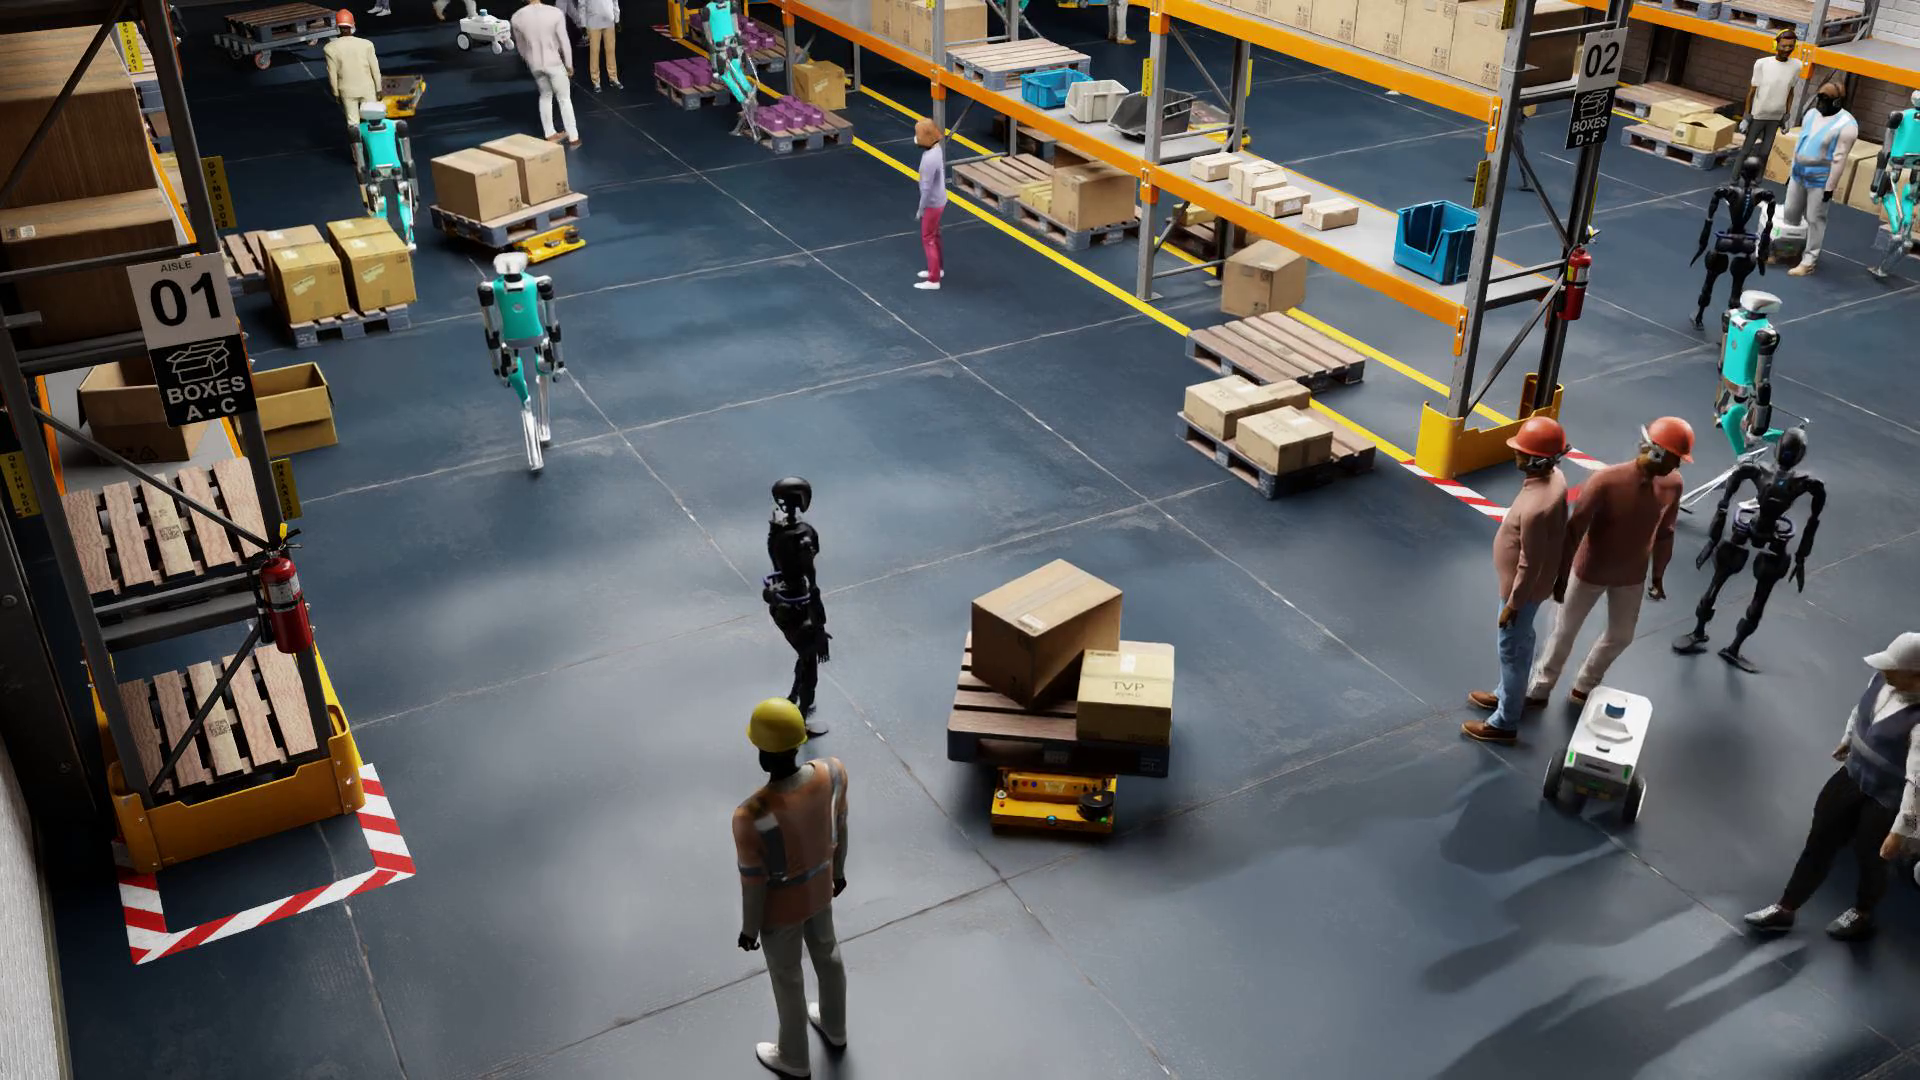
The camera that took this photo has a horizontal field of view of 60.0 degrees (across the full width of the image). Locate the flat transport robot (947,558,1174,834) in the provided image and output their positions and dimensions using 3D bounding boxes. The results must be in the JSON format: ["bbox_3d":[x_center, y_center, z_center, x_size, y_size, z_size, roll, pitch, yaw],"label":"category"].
[{"bbox_3d":[0.580,1.125,9.452,0.659,0.231,1.431,4,30,7],"label":"flat transport robot"}]

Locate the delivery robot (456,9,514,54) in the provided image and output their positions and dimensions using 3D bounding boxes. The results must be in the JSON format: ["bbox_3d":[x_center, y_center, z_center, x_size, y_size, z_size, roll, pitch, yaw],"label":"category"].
[{"bbox_3d":[-6.790,-7.273,23.787,0.802,0.598,0.499,14,33,23],"label":"delivery robot"}]

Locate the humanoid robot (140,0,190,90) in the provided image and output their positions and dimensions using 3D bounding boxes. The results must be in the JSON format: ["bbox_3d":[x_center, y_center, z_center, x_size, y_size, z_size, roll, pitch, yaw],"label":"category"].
[{"bbox_3d":[-10.460,-6.736,21.735,0.520,1.643,0.583,22,36,33],"label":"humanoid robot"}]

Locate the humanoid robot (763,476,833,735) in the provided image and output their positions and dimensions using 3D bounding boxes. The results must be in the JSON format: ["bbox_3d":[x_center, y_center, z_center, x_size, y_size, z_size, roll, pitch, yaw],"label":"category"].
[{"bbox_3d":[-0.907,0.385,9.315,0.314,1.649,0.609,-15,33,-24],"label":"humanoid robot"}]

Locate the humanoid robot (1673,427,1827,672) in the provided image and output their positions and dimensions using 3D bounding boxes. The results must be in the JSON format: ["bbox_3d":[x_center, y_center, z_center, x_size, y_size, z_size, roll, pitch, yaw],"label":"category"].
[{"bbox_3d":[4.746,0.044,9.927,0.612,1.647,0.369,13,32,21],"label":"humanoid robot"}]

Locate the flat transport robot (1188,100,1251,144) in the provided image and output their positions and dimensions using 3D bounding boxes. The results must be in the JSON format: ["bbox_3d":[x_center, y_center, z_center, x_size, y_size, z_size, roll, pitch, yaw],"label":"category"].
[{"bbox_3d":[2.925,-5.074,20.242,0.659,0.231,1.431,-9,31,-16],"label":"flat transport robot"}]

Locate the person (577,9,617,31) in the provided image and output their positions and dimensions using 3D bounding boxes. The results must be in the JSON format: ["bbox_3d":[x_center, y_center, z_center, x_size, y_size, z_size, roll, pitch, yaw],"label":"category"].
[{"bbox_3d":[-5.411,-8.385,24.464,0.875,1.797,0.580,16,33,25],"label":"person"}]

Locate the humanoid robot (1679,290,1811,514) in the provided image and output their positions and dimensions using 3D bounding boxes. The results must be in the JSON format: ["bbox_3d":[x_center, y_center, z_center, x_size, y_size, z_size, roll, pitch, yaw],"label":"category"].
[{"bbox_3d":[5.511,-0.893,11.498,1.031,1.739,0.560,-5,30,-8],"label":"humanoid robot"}]

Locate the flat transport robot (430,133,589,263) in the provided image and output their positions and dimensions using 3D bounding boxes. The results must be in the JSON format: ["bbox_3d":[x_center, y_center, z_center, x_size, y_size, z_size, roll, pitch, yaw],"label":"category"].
[{"bbox_3d":[-4.521,-3.116,16.835,1.431,0.231,0.659,22,36,33],"label":"flat transport robot"}]

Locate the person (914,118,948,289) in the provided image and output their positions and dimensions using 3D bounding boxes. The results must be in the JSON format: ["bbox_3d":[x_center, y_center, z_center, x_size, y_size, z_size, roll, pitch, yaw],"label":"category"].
[{"bbox_3d":[-0.272,-3.137,15.513,0.306,1.620,0.512,3,30,6],"label":"person"}]

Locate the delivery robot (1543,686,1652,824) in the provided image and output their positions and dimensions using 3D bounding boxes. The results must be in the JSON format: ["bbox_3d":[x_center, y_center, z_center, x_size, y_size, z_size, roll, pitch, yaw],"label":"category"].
[{"bbox_3d":[3.552,1.137,9.139,0.499,0.589,0.790,15,33,25],"label":"delivery robot"}]

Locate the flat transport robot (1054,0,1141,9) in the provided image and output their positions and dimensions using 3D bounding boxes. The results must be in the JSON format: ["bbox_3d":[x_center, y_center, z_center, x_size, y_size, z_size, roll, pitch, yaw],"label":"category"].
[{"bbox_3d":[2.220,-8.637,26.445,1.431,0.231,0.659,-3,30,-6],"label":"flat transport robot"}]

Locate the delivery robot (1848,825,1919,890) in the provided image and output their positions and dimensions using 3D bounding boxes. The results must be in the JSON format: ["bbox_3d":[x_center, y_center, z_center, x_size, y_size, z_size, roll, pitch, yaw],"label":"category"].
[{"bbox_3d":[4.935,1.420,8.621,0.739,0.566,0.499,26,39,38],"label":"delivery robot"}]

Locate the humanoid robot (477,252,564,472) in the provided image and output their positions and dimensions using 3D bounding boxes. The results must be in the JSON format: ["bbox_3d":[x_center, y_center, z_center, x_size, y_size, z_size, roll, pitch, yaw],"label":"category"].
[{"bbox_3d":[-3.224,-1.385,12.386,0.539,1.745,1.031,-7,31,-12],"label":"humanoid robot"}]

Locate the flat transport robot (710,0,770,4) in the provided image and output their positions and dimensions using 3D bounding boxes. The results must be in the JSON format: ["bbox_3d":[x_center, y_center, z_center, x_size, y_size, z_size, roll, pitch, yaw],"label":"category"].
[{"bbox_3d":[-3.262,-8.685,26.528,1.431,0.231,0.659,-8,31,-13],"label":"flat transport robot"}]

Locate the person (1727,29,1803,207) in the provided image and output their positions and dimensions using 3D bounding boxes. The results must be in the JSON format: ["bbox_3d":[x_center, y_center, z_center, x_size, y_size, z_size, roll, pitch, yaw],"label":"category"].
[{"bbox_3d":[8.515,-4.446,17.543,0.507,1.871,0.331,1,30,3],"label":"person"}]

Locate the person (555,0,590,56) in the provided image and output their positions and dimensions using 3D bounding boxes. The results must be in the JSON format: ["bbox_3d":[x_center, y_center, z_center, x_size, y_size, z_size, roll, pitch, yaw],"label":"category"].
[{"bbox_3d":[-5.581,-7.830,23.416,0.886,1.898,0.528,-24,37,-35],"label":"person"}]

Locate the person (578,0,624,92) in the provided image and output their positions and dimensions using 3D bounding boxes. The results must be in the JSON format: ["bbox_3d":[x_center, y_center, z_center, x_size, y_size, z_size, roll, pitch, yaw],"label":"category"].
[{"bbox_3d":[-4.676,-6.755,21.679,0.574,1.747,0.335,-20,35,-31],"label":"person"}]

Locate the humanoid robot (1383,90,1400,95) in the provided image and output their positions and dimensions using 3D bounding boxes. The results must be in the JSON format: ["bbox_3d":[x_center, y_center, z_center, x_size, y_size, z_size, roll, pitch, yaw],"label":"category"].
[{"bbox_3d":[6.031,-6.515,21.304,0.956,1.771,0.544,6,30,10],"label":"humanoid robot"}]

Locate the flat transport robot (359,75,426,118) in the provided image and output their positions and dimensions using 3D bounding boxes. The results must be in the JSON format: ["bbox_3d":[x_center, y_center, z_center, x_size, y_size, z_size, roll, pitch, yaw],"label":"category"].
[{"bbox_3d":[-7.275,-5.694,21.321,0.659,0.231,1.431,-5,30,-8],"label":"flat transport robot"}]

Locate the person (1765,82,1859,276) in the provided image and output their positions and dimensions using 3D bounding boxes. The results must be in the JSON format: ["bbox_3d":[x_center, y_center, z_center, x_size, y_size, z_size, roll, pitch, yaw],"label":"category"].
[{"bbox_3d":[8.109,-3.431,15.822,0.431,1.833,0.622,-10,31,-16],"label":"person"}]

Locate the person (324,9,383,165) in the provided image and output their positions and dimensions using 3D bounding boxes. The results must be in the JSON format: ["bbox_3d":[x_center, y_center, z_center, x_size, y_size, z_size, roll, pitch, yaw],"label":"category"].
[{"bbox_3d":[-6.811,-5.092,18.782,0.564,1.751,0.329,-10,31,-17],"label":"person"}]

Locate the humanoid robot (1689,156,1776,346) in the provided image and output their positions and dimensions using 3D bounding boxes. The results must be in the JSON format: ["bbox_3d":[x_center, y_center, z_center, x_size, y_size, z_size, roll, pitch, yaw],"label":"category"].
[{"bbox_3d":[6.686,-2.504,14.401,0.616,1.628,0.768,6,30,10],"label":"humanoid robot"}]

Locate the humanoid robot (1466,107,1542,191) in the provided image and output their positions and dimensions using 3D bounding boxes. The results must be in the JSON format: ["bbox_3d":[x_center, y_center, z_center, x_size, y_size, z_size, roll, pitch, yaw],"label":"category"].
[{"bbox_3d":[6.056,-4.636,18.130,0.826,1.625,0.609,10,31,17],"label":"humanoid robot"}]

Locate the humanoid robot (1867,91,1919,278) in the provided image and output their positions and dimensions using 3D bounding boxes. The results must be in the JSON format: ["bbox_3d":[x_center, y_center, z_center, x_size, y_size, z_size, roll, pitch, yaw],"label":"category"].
[{"bbox_3d":[8.874,-3.213,15.578,0.546,1.847,0.690,1,30,2],"label":"humanoid robot"}]

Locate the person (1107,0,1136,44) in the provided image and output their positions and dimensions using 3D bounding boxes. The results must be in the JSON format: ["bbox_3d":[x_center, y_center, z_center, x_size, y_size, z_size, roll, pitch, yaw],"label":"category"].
[{"bbox_3d":[2.343,-8.133,23.940,0.375,1.893,0.567,-10,31,-17],"label":"person"}]

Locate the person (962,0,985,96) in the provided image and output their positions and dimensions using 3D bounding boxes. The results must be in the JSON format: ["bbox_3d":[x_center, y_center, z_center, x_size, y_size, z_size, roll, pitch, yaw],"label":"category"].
[{"bbox_3d":[0.116,-6.714,21.456,0.414,1.908,0.642,-6,30,-11],"label":"person"}]

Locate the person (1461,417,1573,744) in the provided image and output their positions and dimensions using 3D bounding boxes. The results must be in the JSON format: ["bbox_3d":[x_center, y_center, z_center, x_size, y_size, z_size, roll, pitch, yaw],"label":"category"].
[{"bbox_3d":[3.116,0.229,9.281,0.393,1.993,0.613,13,32,22],"label":"person"}]

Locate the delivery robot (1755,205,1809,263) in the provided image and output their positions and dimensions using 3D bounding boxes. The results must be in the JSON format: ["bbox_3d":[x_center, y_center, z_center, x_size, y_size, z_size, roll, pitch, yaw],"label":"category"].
[{"bbox_3d":[8.141,-3.052,16.426,0.499,0.586,0.780,6,30,10],"label":"delivery robot"}]

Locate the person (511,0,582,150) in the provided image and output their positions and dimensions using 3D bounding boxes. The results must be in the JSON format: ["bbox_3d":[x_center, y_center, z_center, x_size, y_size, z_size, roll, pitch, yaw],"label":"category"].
[{"bbox_3d":[-4.837,-5.527,19.408,0.666,1.894,0.454,3,30,4],"label":"person"}]

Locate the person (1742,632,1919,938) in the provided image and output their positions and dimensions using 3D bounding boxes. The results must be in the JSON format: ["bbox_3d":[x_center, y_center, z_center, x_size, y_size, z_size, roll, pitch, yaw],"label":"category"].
[{"bbox_3d":[4.222,1.201,7.850,0.723,1.724,0.779,-7,31,-13],"label":"person"}]

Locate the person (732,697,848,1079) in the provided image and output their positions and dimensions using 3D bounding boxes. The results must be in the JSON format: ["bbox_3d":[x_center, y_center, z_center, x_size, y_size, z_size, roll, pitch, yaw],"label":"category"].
[{"bbox_3d":[-0.728,1.499,7.138,0.379,1.924,0.592,25,38,36],"label":"person"}]

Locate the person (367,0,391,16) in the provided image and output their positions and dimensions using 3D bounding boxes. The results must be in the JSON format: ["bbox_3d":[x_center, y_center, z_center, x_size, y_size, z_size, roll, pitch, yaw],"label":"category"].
[{"bbox_3d":[-9.041,-8.913,25.553,0.281,1.633,0.499,-23,37,-34],"label":"person"}]

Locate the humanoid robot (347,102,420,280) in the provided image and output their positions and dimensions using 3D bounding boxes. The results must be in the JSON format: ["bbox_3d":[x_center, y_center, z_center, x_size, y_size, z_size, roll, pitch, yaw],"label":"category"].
[{"bbox_3d":[-5.229,-3.037,15.311,0.537,1.873,0.730,-9,31,-16],"label":"humanoid robot"}]

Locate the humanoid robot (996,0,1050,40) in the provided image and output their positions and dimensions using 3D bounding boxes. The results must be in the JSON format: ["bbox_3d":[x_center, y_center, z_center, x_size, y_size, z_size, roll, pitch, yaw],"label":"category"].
[{"bbox_3d":[0.867,-7.946,23.745,0.960,1.735,0.544,26,39,37],"label":"humanoid robot"}]

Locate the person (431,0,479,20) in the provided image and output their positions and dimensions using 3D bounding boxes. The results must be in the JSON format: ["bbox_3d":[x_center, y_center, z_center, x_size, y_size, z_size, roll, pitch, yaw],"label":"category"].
[{"bbox_3d":[-7.585,-8.639,24.890,0.747,1.816,0.629,-6,30,-11],"label":"person"}]

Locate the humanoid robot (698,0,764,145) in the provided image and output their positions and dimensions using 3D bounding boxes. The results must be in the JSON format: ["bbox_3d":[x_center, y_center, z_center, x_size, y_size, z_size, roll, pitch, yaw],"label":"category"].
[{"bbox_3d":[-2.580,-5.561,19.680,0.936,1.813,0.557,24,37,35],"label":"humanoid robot"}]

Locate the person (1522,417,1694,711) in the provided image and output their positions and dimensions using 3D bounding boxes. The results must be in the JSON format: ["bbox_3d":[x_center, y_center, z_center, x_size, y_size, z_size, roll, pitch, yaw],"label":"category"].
[{"bbox_3d":[3.602,0.180,9.434,0.840,1.945,0.363,-1,30,-2],"label":"person"}]
